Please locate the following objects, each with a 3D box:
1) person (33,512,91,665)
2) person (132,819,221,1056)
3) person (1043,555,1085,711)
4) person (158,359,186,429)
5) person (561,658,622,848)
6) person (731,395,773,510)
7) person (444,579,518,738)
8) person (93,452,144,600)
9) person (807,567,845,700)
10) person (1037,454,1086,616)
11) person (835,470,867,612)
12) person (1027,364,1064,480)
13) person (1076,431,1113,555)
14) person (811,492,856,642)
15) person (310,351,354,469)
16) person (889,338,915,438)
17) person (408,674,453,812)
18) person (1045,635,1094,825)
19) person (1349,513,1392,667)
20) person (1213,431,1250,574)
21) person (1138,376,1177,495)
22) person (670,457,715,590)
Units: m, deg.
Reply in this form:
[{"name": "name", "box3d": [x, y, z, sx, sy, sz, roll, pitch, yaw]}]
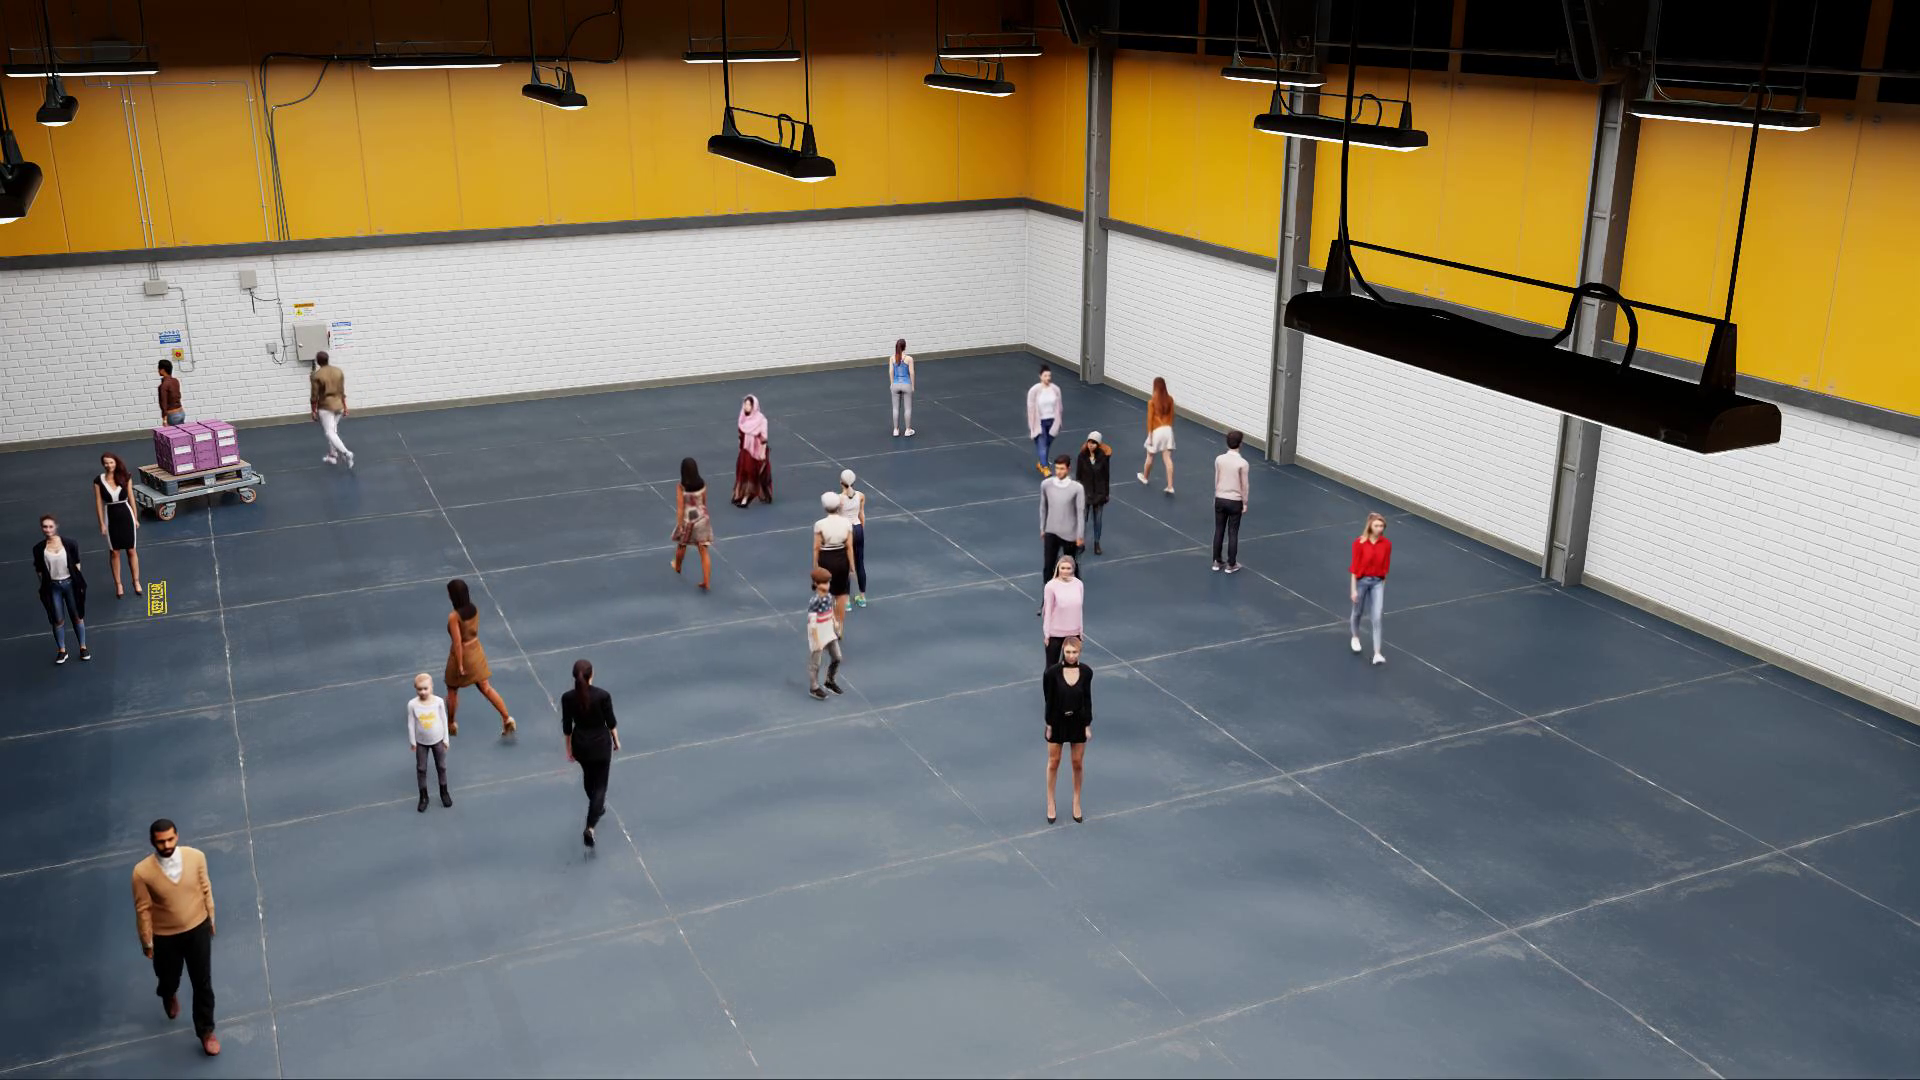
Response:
[{"name": "person", "box3d": [-9.801, 0.512, 18.157, 0.619, 1.683, 0.533, -9, 20, -24]}, {"name": "person", "box3d": [-5.445, 2.703, 11.570, 0.815, 1.735, 1.066, -15, 23, -37]}, {"name": "person", "box3d": [1.039, 0.943, 16.872, 0.608, 1.687, 0.557, -7, 20, -19]}, {"name": "person", "box3d": [-11.799, -1.839, 24.992, 0.762, 1.778, 0.620, 1, 19, 2]}, {"name": "person", "box3d": [-3.177, 1.851, 14.276, 0.970, 1.623, 1.151, 3, 19, 8]}, {"name": "person", "box3d": [-2.881, -1.268, 23.552, 1.103, 1.615, 1.173, 6, 20, 18]}, {"name": "person", "box3d": [-4.711, 1.199, 16.166, 1.100, 1.654, 1.056, 6, 20, 18]}, {"name": "person", "box3d": [-10.151, -0.192, 20.073, 0.607, 1.795, 0.528, -12, 22, -31]}, {"name": "person", "box3d": [-1.486, 0.957, 17.239, 0.665, 1.427, 0.617, 14, 23, 35]}, {"name": "person", "box3d": [1.253, -0.105, 19.683, 1.293, 1.879, 1.320, 8, 20, 23]}, {"name": "person", "box3d": [-1.298, -0.010, 19.678, 0.623, 1.702, 0.569, -12, 22, -31]}, {"name": "person", "box3d": [1.244, -1.788, 24.950, 0.756, 1.707, 1.065, -6, 20, -19]}, {"name": "person", "box3d": [1.719, -0.626, 21.614, 0.727, 1.635, 0.754, 2, 19, 6]}, {"name": "person", "box3d": [-1.397, 0.351, 18.549, 0.672, 1.739, 0.714, -7, 20, -19]}, {"name": "person", "box3d": [-9.545, -1.965, 25.347, 1.222, 1.789, 1.037, 14, 23, 35]}, {"name": "person", "box3d": [-0.953, -2.502, 27.225, 0.653, 1.609, 0.694, 4, 19, 11]}, {"name": "person", "box3d": [-4.781, 1.794, 14.985, 0.504, 1.279, 0.511, -6, 20, -17]}, {"name": "person", "box3d": [0.954, 1.655, 14.631, 0.641, 1.768, 0.632, -1, 19, -3]}, {"name": "person", "box3d": [4.433, 0.503, 18.228, 0.937, 1.655, 1.203, 0, 19, -1]}, {"name": "person", "box3d": [3.390, -0.490, 20.940, 0.651, 1.807, 0.759, 12, 22, 32]}, {"name": "person", "box3d": [2.954, -1.485, 24.100, 0.708, 1.675, 1.140, -6, 19, -17]}, {"name": "person", "box3d": [-3.206, -0.168, 20.313, 0.717, 1.596, 1.184, -12, 22, -32]}]
